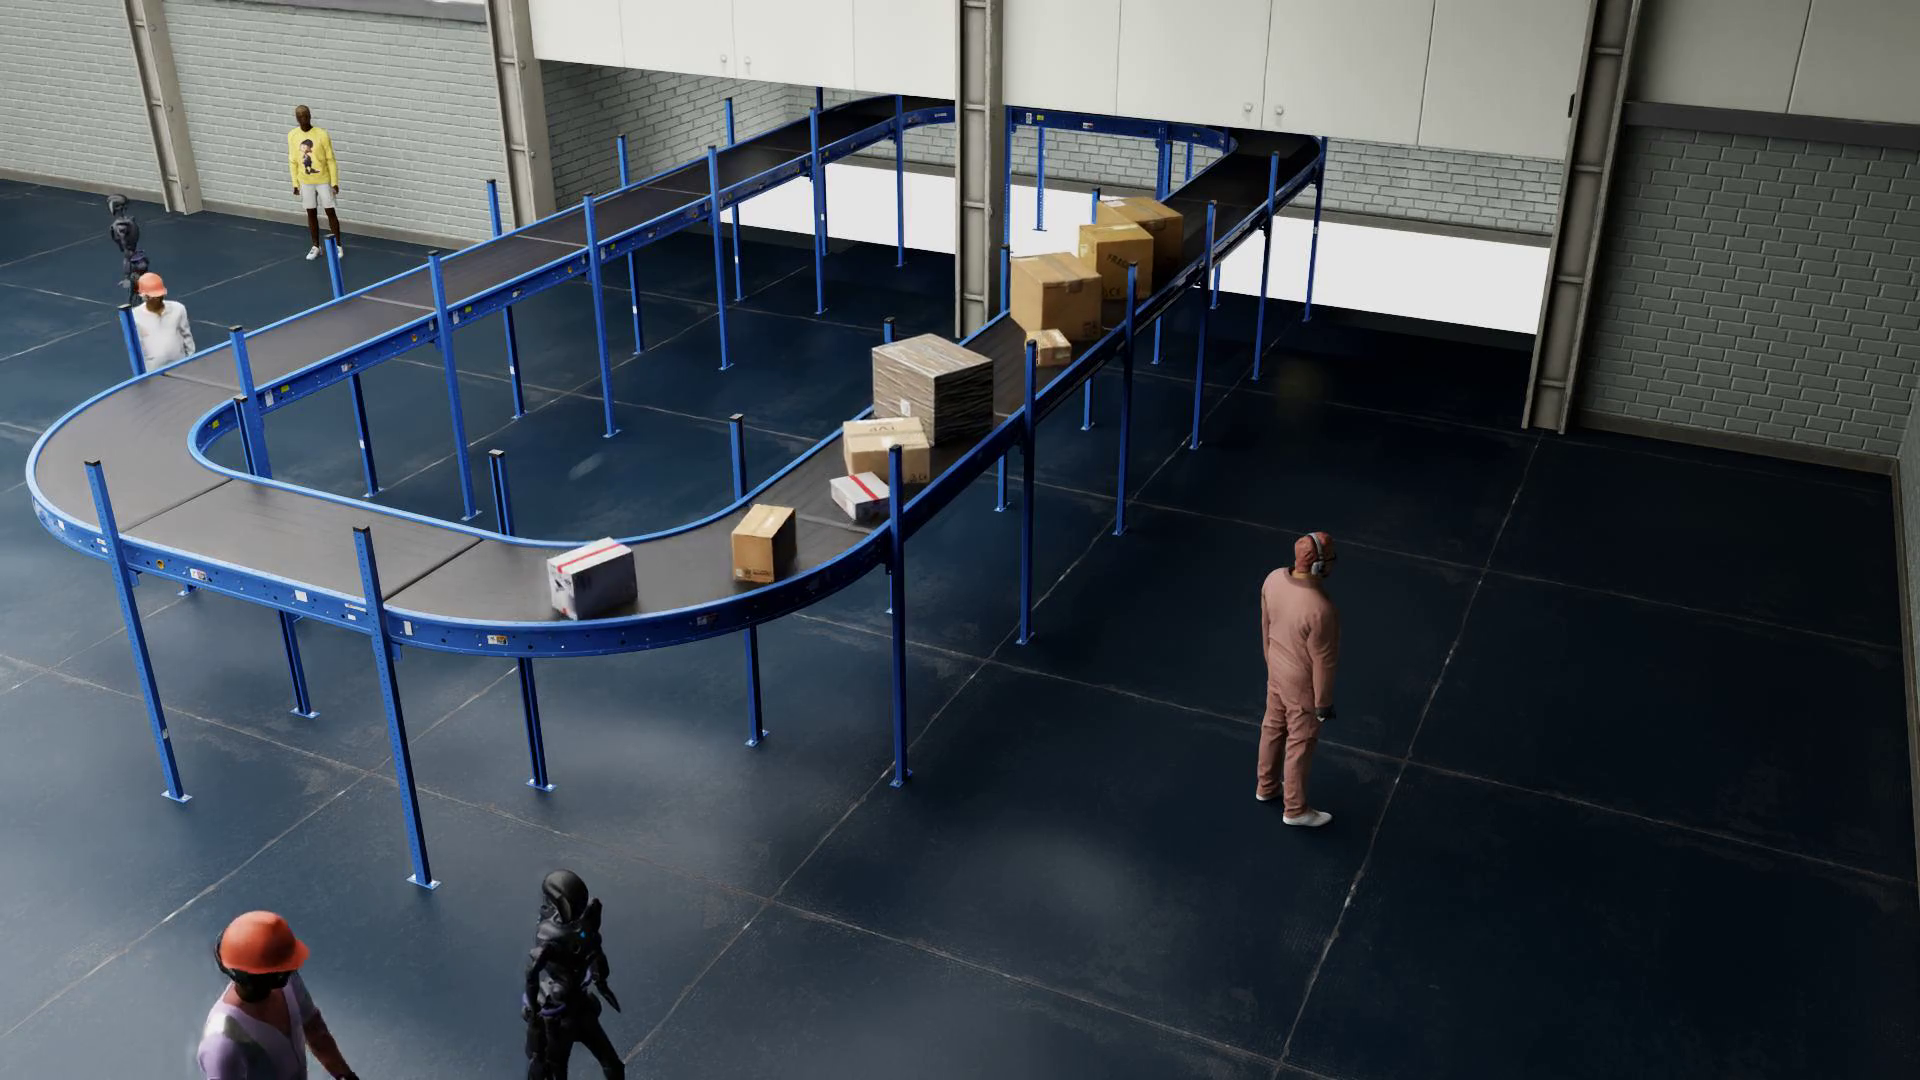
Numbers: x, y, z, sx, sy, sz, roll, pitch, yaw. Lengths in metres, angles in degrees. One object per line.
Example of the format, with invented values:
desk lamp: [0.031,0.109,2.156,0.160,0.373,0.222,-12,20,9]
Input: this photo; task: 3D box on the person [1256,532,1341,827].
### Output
person: [2.052,0.825,9.973,0.410,1.910,0.638,-10,28,-20]

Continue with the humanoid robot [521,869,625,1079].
humanoid robot: [-1.767,2.165,7.542,0.549,1.632,0.616,10,28,20]

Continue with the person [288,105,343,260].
person: [-7.960,-4.418,20.544,0.558,1.898,0.365,-2,26,-4]

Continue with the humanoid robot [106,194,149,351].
humanoid robot: [-8.800,-2.855,17.650,0.459,1.647,0.590,-9,28,-18]

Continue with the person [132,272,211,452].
person: [-7.126,-1.559,14.970,0.565,1.738,0.467,-20,33,-35]

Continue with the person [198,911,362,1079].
person: [-2.707,2.336,6.811,0.801,2.005,0.637,0,26,0]
